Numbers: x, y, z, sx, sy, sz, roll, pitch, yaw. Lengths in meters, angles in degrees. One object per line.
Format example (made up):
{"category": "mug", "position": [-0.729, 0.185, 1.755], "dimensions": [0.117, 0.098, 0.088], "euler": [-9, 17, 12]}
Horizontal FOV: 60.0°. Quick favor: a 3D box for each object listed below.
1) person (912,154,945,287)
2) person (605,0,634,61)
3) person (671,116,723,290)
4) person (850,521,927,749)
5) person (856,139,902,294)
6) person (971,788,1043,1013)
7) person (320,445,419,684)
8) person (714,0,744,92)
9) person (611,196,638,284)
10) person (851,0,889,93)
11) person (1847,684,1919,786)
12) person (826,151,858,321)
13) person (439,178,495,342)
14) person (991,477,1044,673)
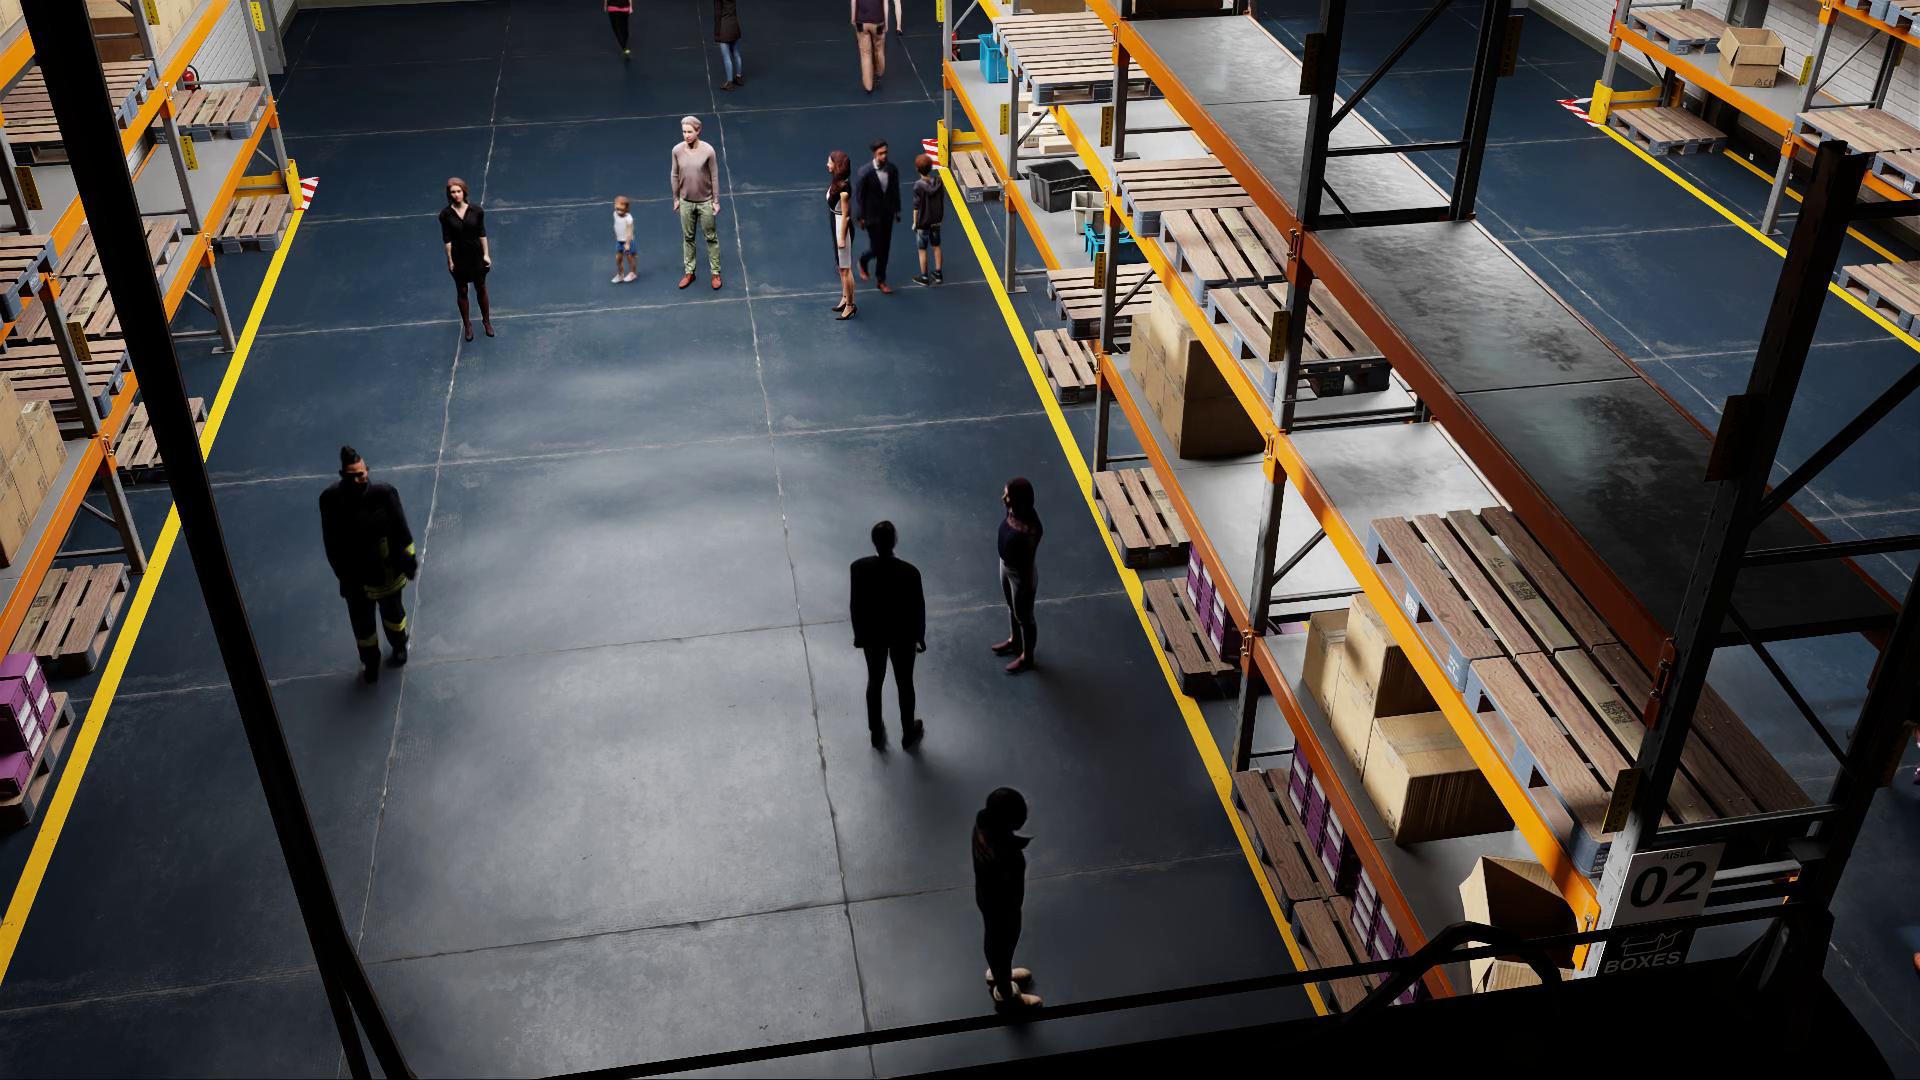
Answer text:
{"category": "person", "position": [-0.351, -3.452, 17.901], "dimensions": [0.609, 1.448, 0.620], "euler": [-20, 39, -28]}
{"category": "person", "position": [-5.002, -7.833, 24.421], "dimensions": [0.746, 1.525, 1.062], "euler": [-16, 37, -23]}
{"category": "person", "position": [-2.807, -3.620, 17.767], "dimensions": [0.732, 1.875, 0.699], "euler": [3, 34, 5]}
{"category": "person", "position": [-0.491, 0.652, 11.408], "dimensions": [0.729, 1.800, 0.666], "euler": [5, 34, 8]}
{"category": "person", "position": [-0.911, -3.466, 17.680], "dimensions": [0.804, 1.715, 0.864], "euler": [-22, 39, -29]}
{"category": "person", "position": [0.214, 2.058, 9.418], "dimensions": [0.665, 1.662, 0.612], "euler": [8, 35, 12]}
{"category": "person", "position": [-4.325, 0.088, 12.206], "dimensions": [0.809, 1.855, 0.802], "euler": [-8, 34, -12]}
{"category": "person", "position": [-3.255, -7.151, 23.298], "dimensions": [0.781, 1.633, 0.710], "euler": [18, 38, 25]}
{"category": "person", "position": [-3.592, -3.277, 18.036], "dimensions": [0.536, 1.006, 0.598], "euler": [22, 39, 29]}
{"category": "person", "position": [-1.262, -7.141, 23.140], "dimensions": [0.807, 1.791, 1.192], "euler": [-1, 34, -2]}
{"category": "person", "position": [6.455, 0.917, 11.143], "dimensions": [0.687, 1.653, 0.967], "euler": [-6, 34, -8]}
{"category": "person", "position": [-1.211, -3.142, 17.120], "dimensions": [0.635, 1.796, 0.412], "euler": [-6, 34, -9]}
{"category": "person", "position": [-4.958, -2.834, 16.737], "dimensions": [0.631, 1.706, 0.576], "euler": [-14, 36, -20]}
{"category": "person", "position": [0.419, 0.238, 12.206], "dimensions": [0.694, 1.607, 0.524], "euler": [-13, 36, -19]}
